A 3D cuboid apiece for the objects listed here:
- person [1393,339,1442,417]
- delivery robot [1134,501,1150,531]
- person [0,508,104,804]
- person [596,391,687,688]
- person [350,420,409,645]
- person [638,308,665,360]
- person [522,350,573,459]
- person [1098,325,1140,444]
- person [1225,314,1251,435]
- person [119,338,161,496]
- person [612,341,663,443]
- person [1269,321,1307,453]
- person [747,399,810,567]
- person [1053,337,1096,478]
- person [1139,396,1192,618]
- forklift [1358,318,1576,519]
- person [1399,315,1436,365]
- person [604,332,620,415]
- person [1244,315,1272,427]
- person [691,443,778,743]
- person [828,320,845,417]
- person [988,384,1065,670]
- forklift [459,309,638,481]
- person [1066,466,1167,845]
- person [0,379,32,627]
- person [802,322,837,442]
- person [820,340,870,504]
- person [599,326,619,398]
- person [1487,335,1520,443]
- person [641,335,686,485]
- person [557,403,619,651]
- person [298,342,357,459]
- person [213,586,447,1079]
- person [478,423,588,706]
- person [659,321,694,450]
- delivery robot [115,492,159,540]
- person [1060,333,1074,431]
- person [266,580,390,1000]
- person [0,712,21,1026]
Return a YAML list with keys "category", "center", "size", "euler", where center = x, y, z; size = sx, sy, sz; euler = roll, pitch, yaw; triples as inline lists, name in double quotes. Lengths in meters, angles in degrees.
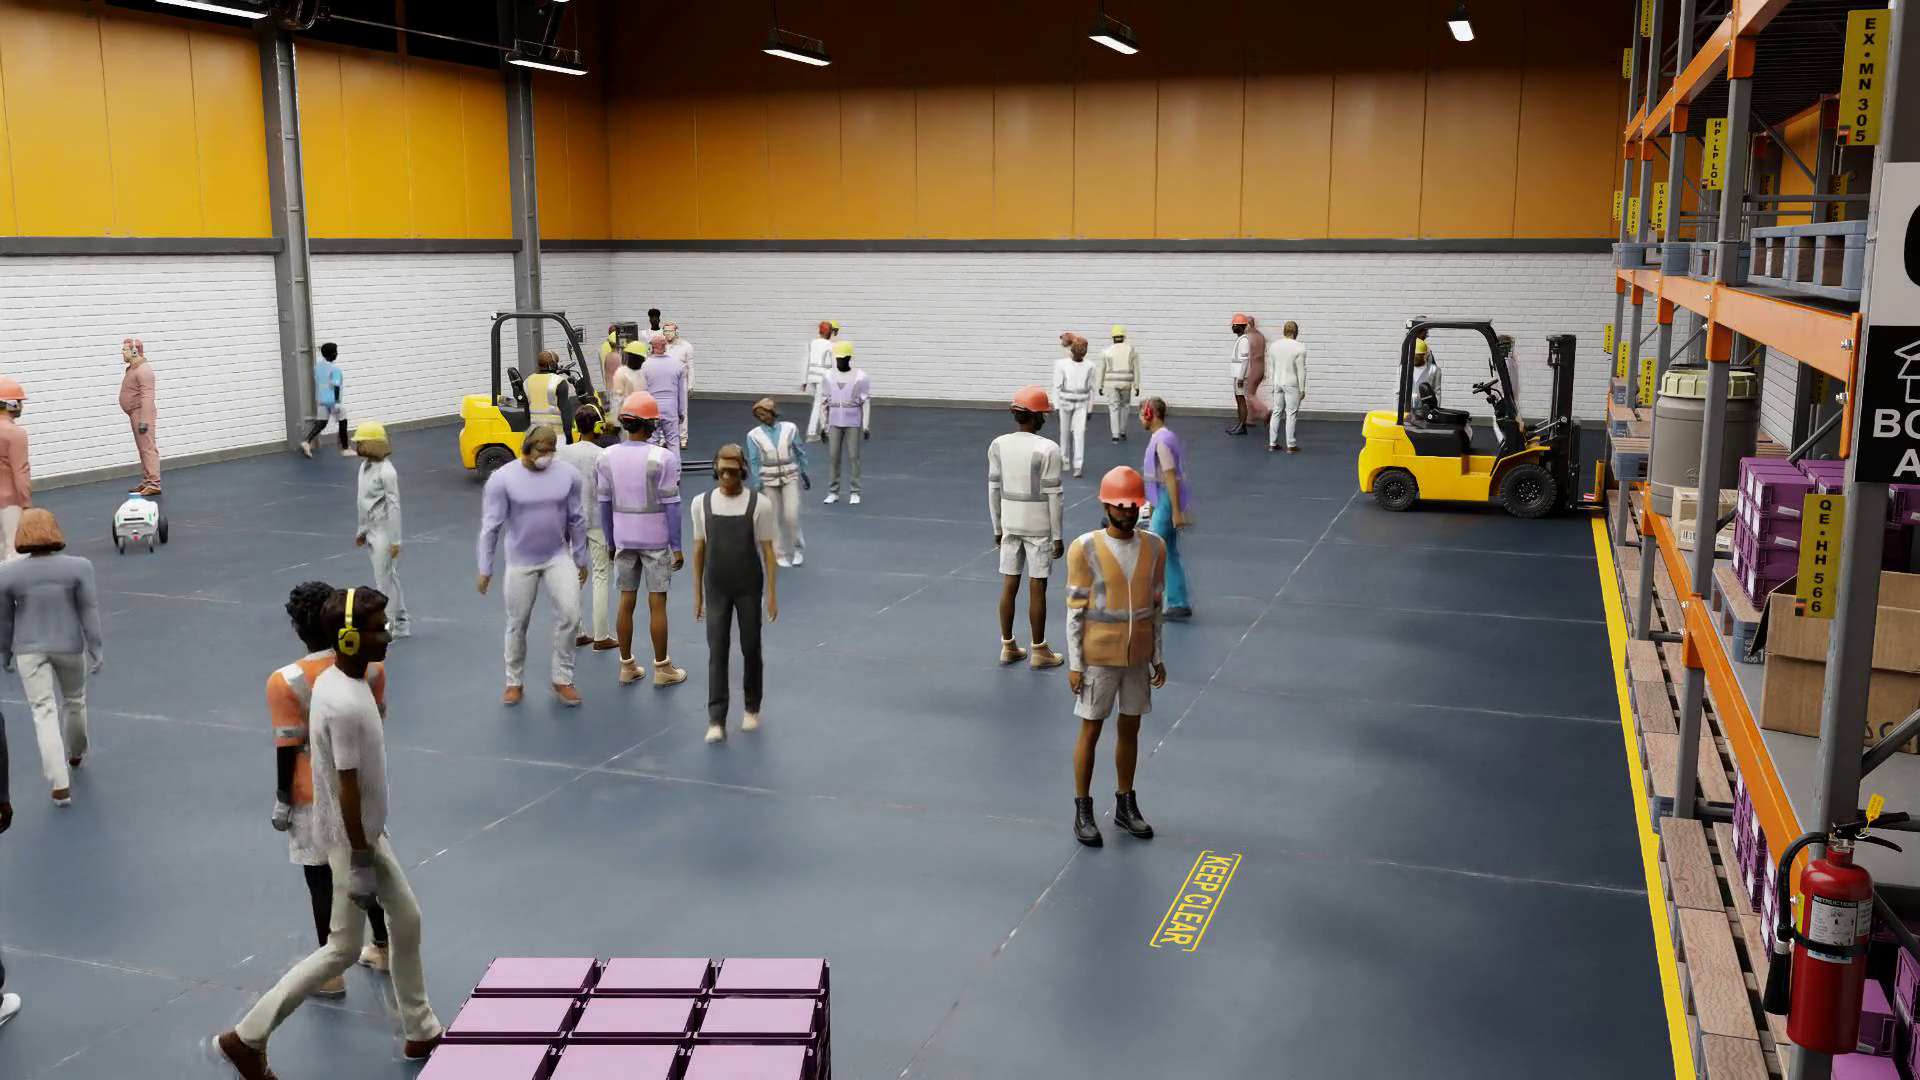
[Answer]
- category: "person"
  center: [5.872, -1.669, 21.413]
  size: [0.599, 1.827, 0.403]
  euler: [5, 11, 25]
- category: "delivery robot"
  center: [1.779, -0.253, 16.766]
  size: [0.477, 0.478, 0.707]
  euler: [-3, 11, -17]
- category: "person"
  center: [-5.050, 0.610, 9.228]
  size: [0.511, 1.577, 0.867]
  euler: [-6, 12, -30]
- category: "person"
  center: [-2.172, 0.001, 11.406]
  size: [0.607, 2.044, 0.370]
  euler: [3, 11, 17]
- category: "person"
  center: [-4.407, -0.056, 12.621]
  size: [0.353, 1.744, 0.491]
  euler: [-8, 13, -39]
- category: "person"
  center: [-5.149, -2.944, 28.207]
  size: [0.617, 1.964, 0.361]
  euler: [-1, 10, -7]
- category: "person"
  center: [-4.634, -1.225, 18.877]
  size: [0.619, 1.845, 0.430]
  euler: [5, 11, 26]
- category: "person"
  center: [2.425, -2.406, 25.639]
  size: [0.624, 1.796, 0.839]
  euler: [-1, 10, -4]
- category: "person"
  center: [4.462, -2.651, 26.636]
  size: [0.356, 1.937, 0.552]
  euler: [0, 10, 1]
- category: "person"
  center: [-9.950, -1.484, 20.154]
  size: [0.404, 1.909, 0.636]
  euler: [-7, 12, -33]
- category: "person"
  center: [-3.916, -1.480, 20.246]
  size: [0.940, 1.868, 0.588]
  euler: [2, 10, 12]
- category: "person"
  center: [4.800, -2.241, 24.376]
  size: [0.371, 1.930, 0.624]
  euler: [-9, 14, -42]
- category: "person"
  center: [-1.695, -0.522, 15.604]
  size: [0.591, 1.609, 0.441]
  euler: [-2, 10, -13]
- category: "person"
  center: [1.508, -1.776, 22.025]
  size: [0.583, 1.839, 1.007]
  euler: [-1, 10, -3]
- category: "person"
  center: [1.681, -0.262, 13.548]
  size: [0.509, 1.805, 0.584]
  euler: [2, 10, 10]
- category: "forklift"
  center: [5.787, -1.437, 19.079]
  size: [2.313, 2.155, 1.214]
  euler: [3, 11, 19]
- category: "person"
  center: [6.538, -2.176, 23.675]
  size: [0.538, 2.000, 0.684]
  euler: [-1, 10, -8]
- category: "person"
  center: [-5.051, -2.192, 24.539]
  size: [0.312, 1.768, 0.530]
  euler: [-8, 13, -39]
- category: "person"
  center: [4.886, -2.769, 27.487]
  size: [0.690, 1.878, 0.667]
  euler: [9, 14, 42]
- category: "person"
  center: [-1.391, 0.313, 10.264]
  size: [0.520, 1.849, 0.481]
  euler: [0, 10, 2]
- category: "person"
  center: [-2.179, -2.878, 28.424]
  size: [0.526, 1.761, 0.337]
  euler: [2, 10, 10]
- category: "person"
  center: [0.496, -0.092, 11.933]
  size: [0.613, 2.043, 0.374]
  euler: [7, 12, 36]
- category: "forklift"
  center: [-5.354, -1.902, 21.697]
  size: [2.313, 2.155, 1.214]
  euler: [-2, 10, -13]
- category: "person"
  center: [0.808, 0.582, 8.434]
  size: [0.548, 1.937, 0.379]
  euler: [-4, 11, -20]
- category: "person"
  center: [-7.626, -0.304, 13.353]
  size: [0.624, 1.970, 0.493]
  euler: [7, 12, 35]
- category: "person"
  center: [-2.110, -2.468, 25.886]
  size: [0.584, 1.832, 0.930]
  euler: [7, 12, 34]
- category: "person"
  center: [-1.358, -1.374, 19.480]
  size: [0.594, 1.923, 0.386]
  euler: [2, 10, 13]
- category: "person"
  center: [-5.145, -2.323, 25.065]
  size: [0.620, 1.845, 0.429]
  euler: [9, 13, 41]
- category: "person"
  center: [7.482, -1.915, 22.889]
  size: [0.466, 1.803, 0.680]
  euler: [5, 11, 25]
- category: "person"
  center: [-3.778, -1.629, 20.999]
  size: [0.639, 1.900, 0.401]
  euler: [-5, 11, -25]
- category: "person"
  center: [-2.776, -0.093, 12.470]
  size: [0.502, 1.861, 0.328]
  euler: [3, 11, 18]
- category: "person"
  center: [-9.010, -1.977, 23.623]
  size: [0.538, 1.669, 0.800]
  euler: [7, 12, 34]
- category: "person"
  center: [-2.231, 1.073, 5.967]
  size: [0.876, 1.843, 0.526]
  euler: [-3, 11, -19]
- category: "person"
  center: [-2.775, 0.174, 10.872]
  size: [0.735, 1.886, 0.705]
  euler: [-6, 12, -29]
- category: "person"
  center: [-4.268, -2.283, 24.657]
  size: [0.650, 1.906, 0.401]
  euler: [0, 10, 1]
- category: "delivery robot"
  center: [-8.236, -0.232, 16.647]
  size: [0.477, 0.478, 0.707]
  euler: [-4, 11, -21]
- category: "person"
  center: [1.789, -2.583, 27.166]
  size: [0.325, 1.612, 0.671]
  euler: [2, 10, 12]
- category: "person"
  center: [-2.547, 1.002, 6.739]
  size: [0.317, 1.697, 0.540]
  euler: [6, 12, 31]
- category: "person"
  center: [-3.930, 0.974, 6.290]
  size: [0.597, 1.914, 0.370]
  euler: [-4, 11, -21]
